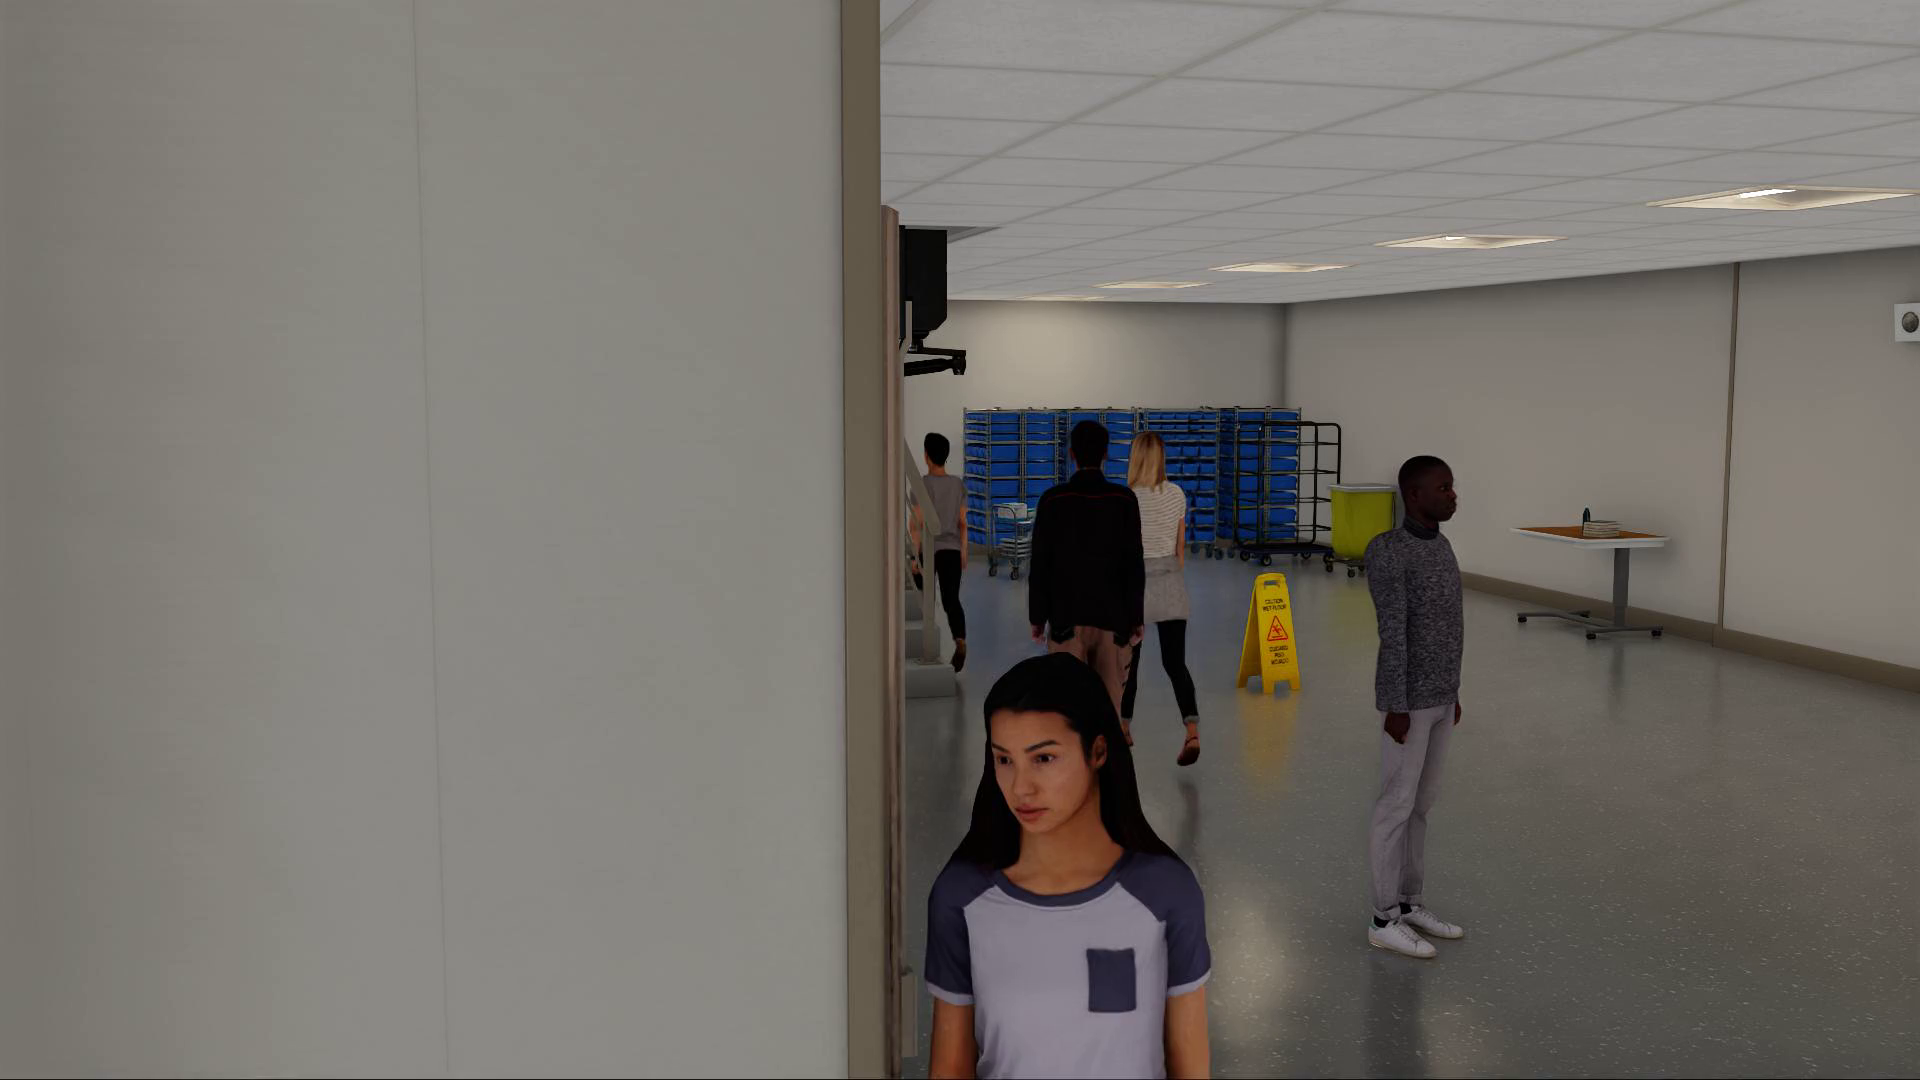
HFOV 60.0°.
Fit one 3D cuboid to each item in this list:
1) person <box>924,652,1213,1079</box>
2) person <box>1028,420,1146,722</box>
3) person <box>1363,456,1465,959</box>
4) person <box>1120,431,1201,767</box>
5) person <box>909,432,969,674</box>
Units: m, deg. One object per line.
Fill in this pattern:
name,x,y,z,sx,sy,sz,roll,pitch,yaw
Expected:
person,0.176,1.038,2.638,0.902,1.685,1.183,1,6,7
person,0.599,0.417,7.713,0.866,1.903,1.194,0,6,-2
person,1.704,0.596,6.256,0.768,1.838,0.757,5,7,40
person,1.104,0.345,9.029,0.622,1.784,1.173,-2,6,-17
person,-0.135,0.107,11.829,0.609,1.696,1.088,-2,6,-16
